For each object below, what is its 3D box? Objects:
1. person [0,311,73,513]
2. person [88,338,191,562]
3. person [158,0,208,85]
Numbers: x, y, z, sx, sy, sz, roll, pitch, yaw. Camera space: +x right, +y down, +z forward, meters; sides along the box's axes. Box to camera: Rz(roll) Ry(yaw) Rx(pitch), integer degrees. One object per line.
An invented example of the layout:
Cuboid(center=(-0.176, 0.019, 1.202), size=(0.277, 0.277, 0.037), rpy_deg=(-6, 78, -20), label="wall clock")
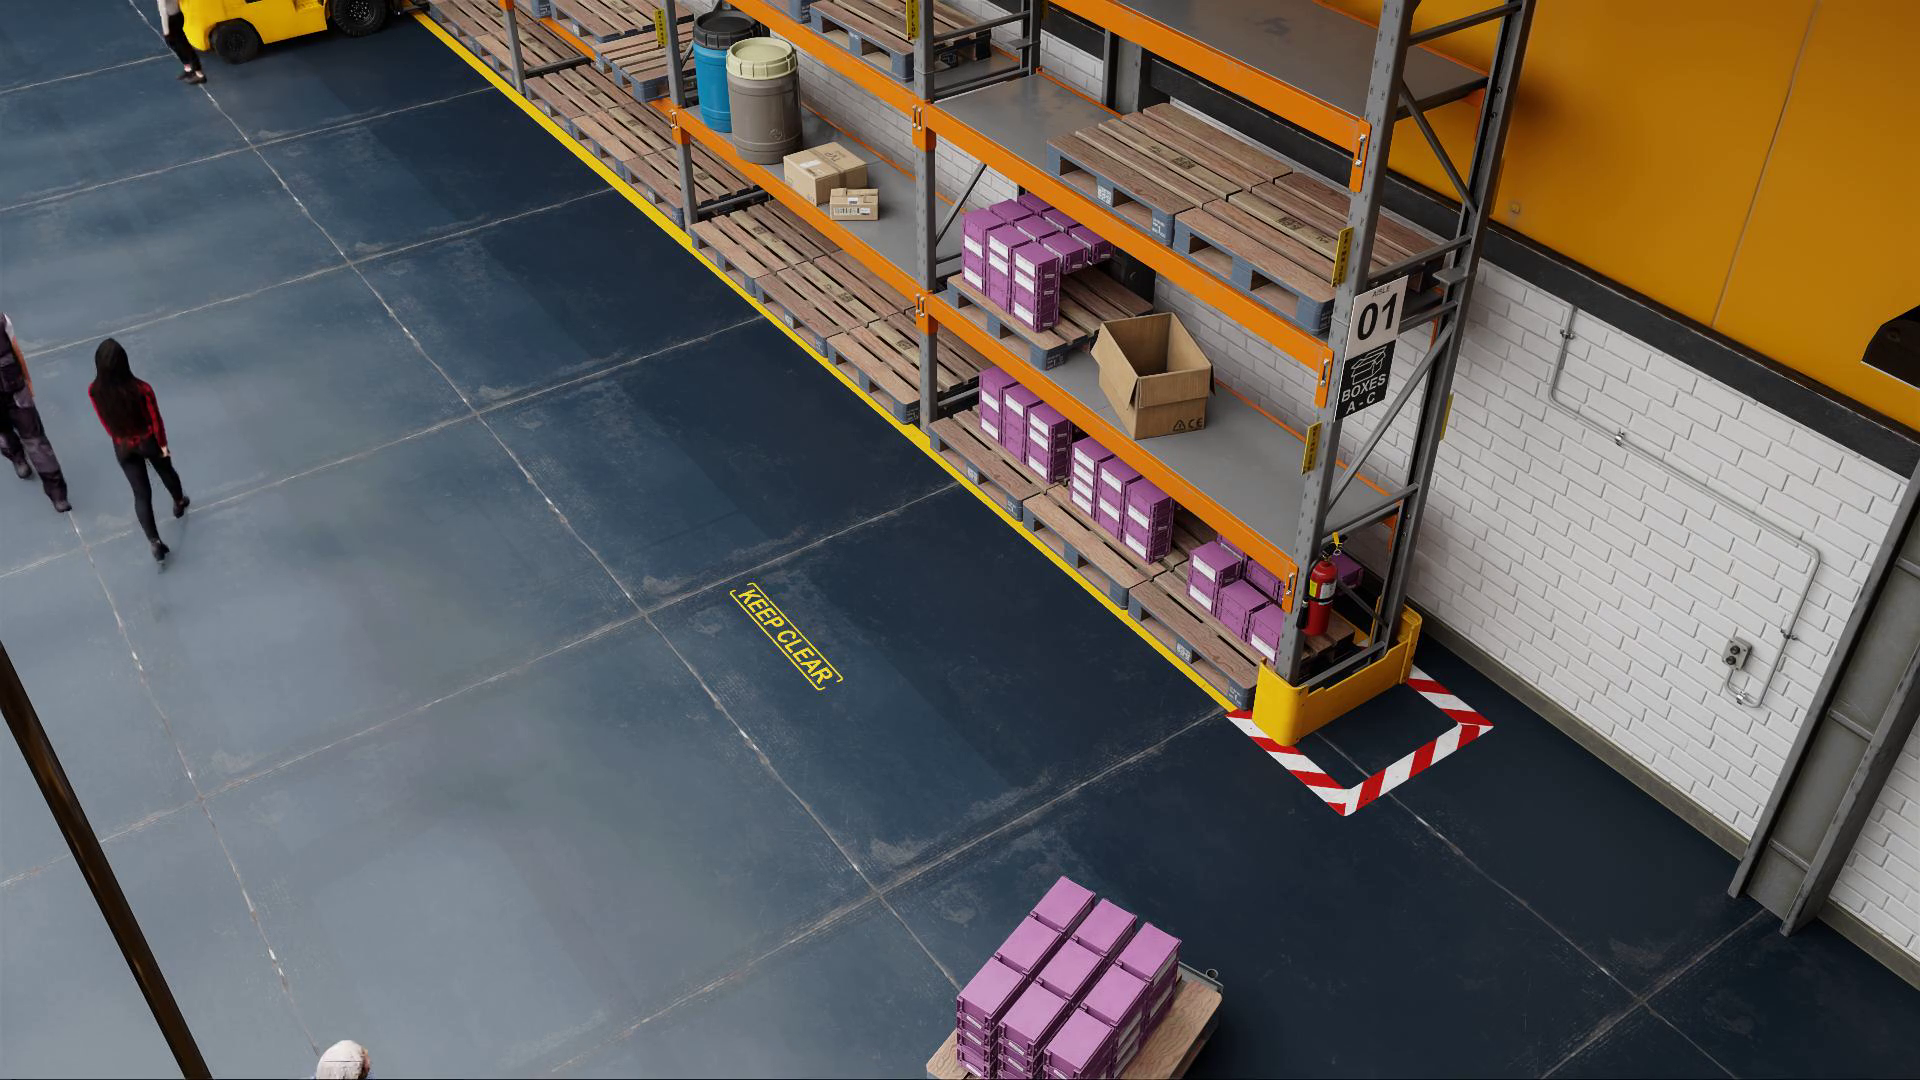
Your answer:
Cuboid(center=(-7.032, -1.098, 12.104), size=(0.645, 1.802, 1.213), rpy_deg=(-26, 45, -28), label="person")
Cuboid(center=(-5.759, -0.598, 11.626), size=(0.858, 1.617, 1.124), rpy_deg=(-7, 39, -9), label="person")
Cuboid(center=(-8.483, -5.677, 18.103), size=(0.712, 1.472, 0.610), rpy_deg=(-7, 39, -9), label="person")
